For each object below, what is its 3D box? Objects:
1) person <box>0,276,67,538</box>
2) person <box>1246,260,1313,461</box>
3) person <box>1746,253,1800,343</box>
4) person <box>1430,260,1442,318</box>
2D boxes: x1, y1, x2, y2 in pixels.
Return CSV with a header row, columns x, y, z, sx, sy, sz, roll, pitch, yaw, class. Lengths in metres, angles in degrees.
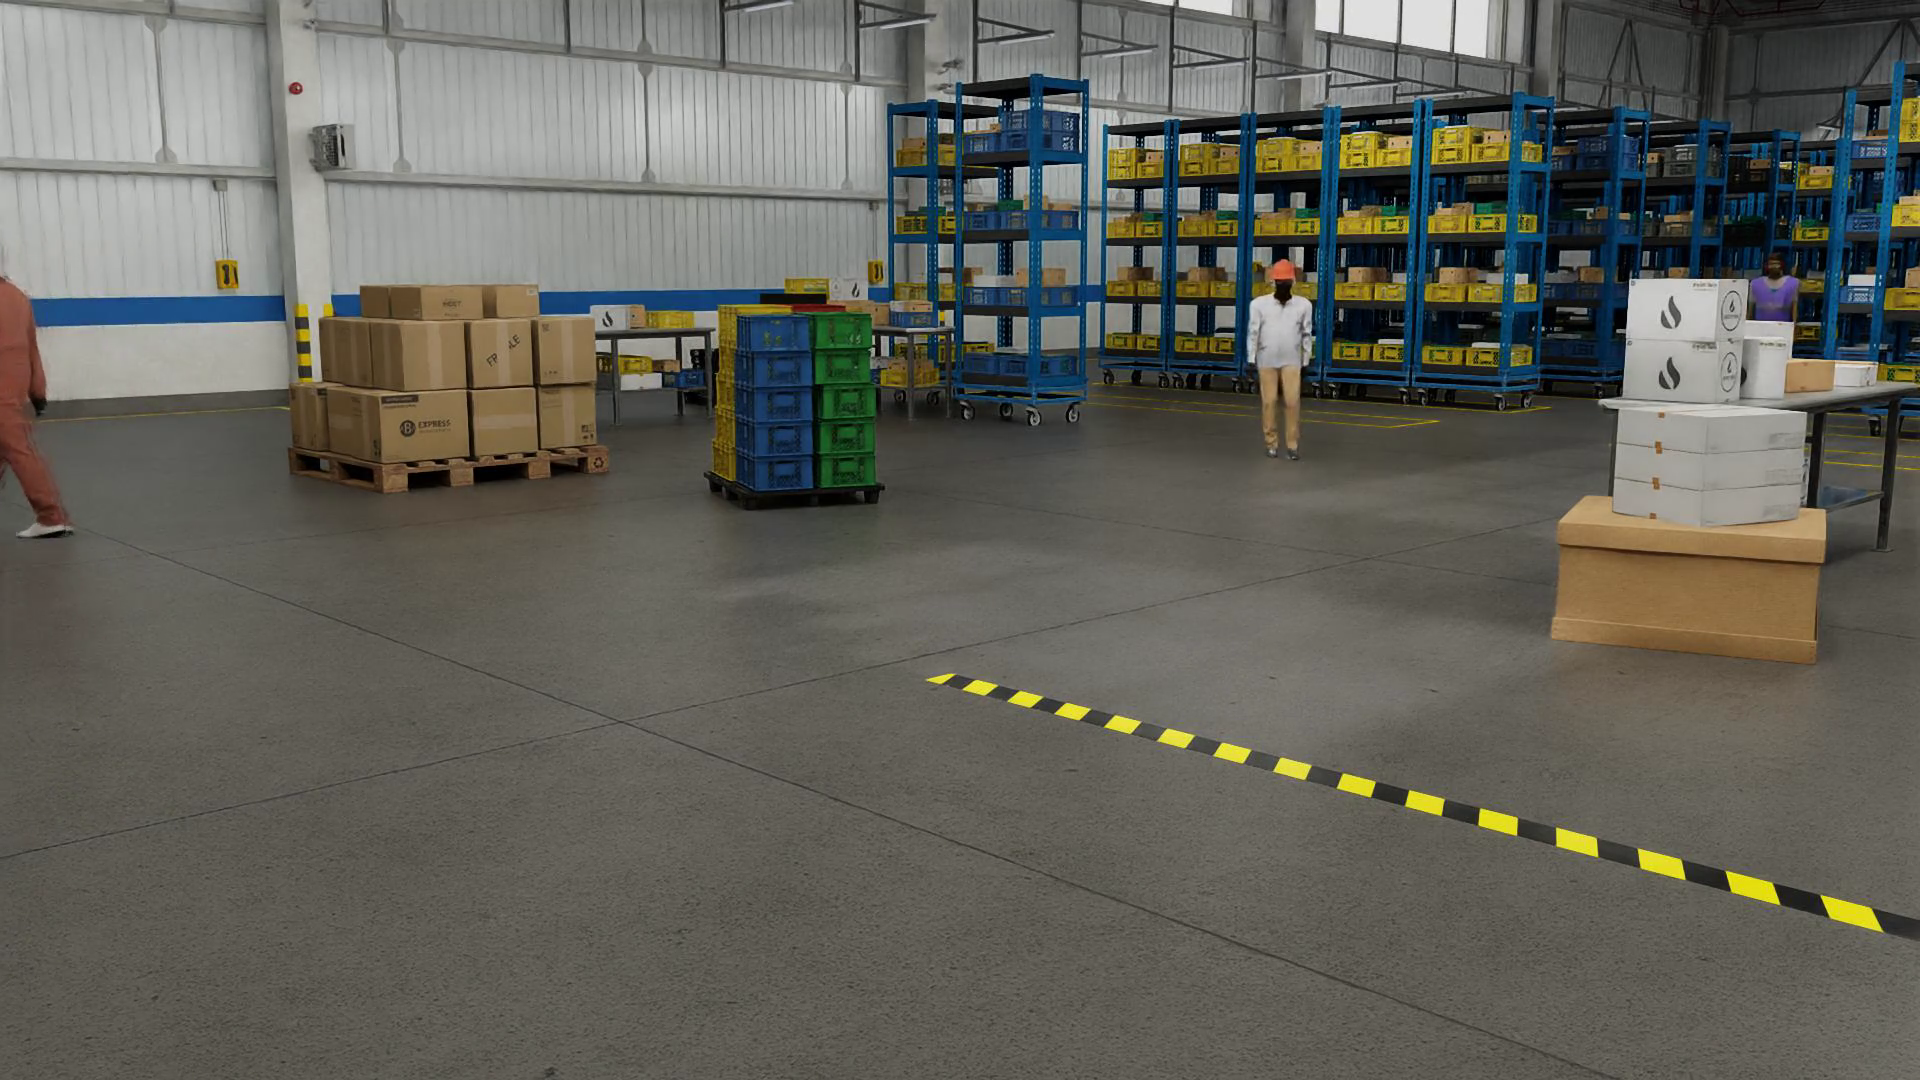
x,y,z,sx,sy,sz,roll,pitch,yaw,class
-6.029,-0.926,10.279,1.025,1.848,0.667,0,9,3,person
2.752,-1.536,14.328,0.571,1.721,0.785,1,10,8,person
9.855,-2.563,20.217,0.598,1.814,0.791,5,10,26,person
9.987,-4.918,34.382,0.612,1.816,0.600,7,12,36,person
